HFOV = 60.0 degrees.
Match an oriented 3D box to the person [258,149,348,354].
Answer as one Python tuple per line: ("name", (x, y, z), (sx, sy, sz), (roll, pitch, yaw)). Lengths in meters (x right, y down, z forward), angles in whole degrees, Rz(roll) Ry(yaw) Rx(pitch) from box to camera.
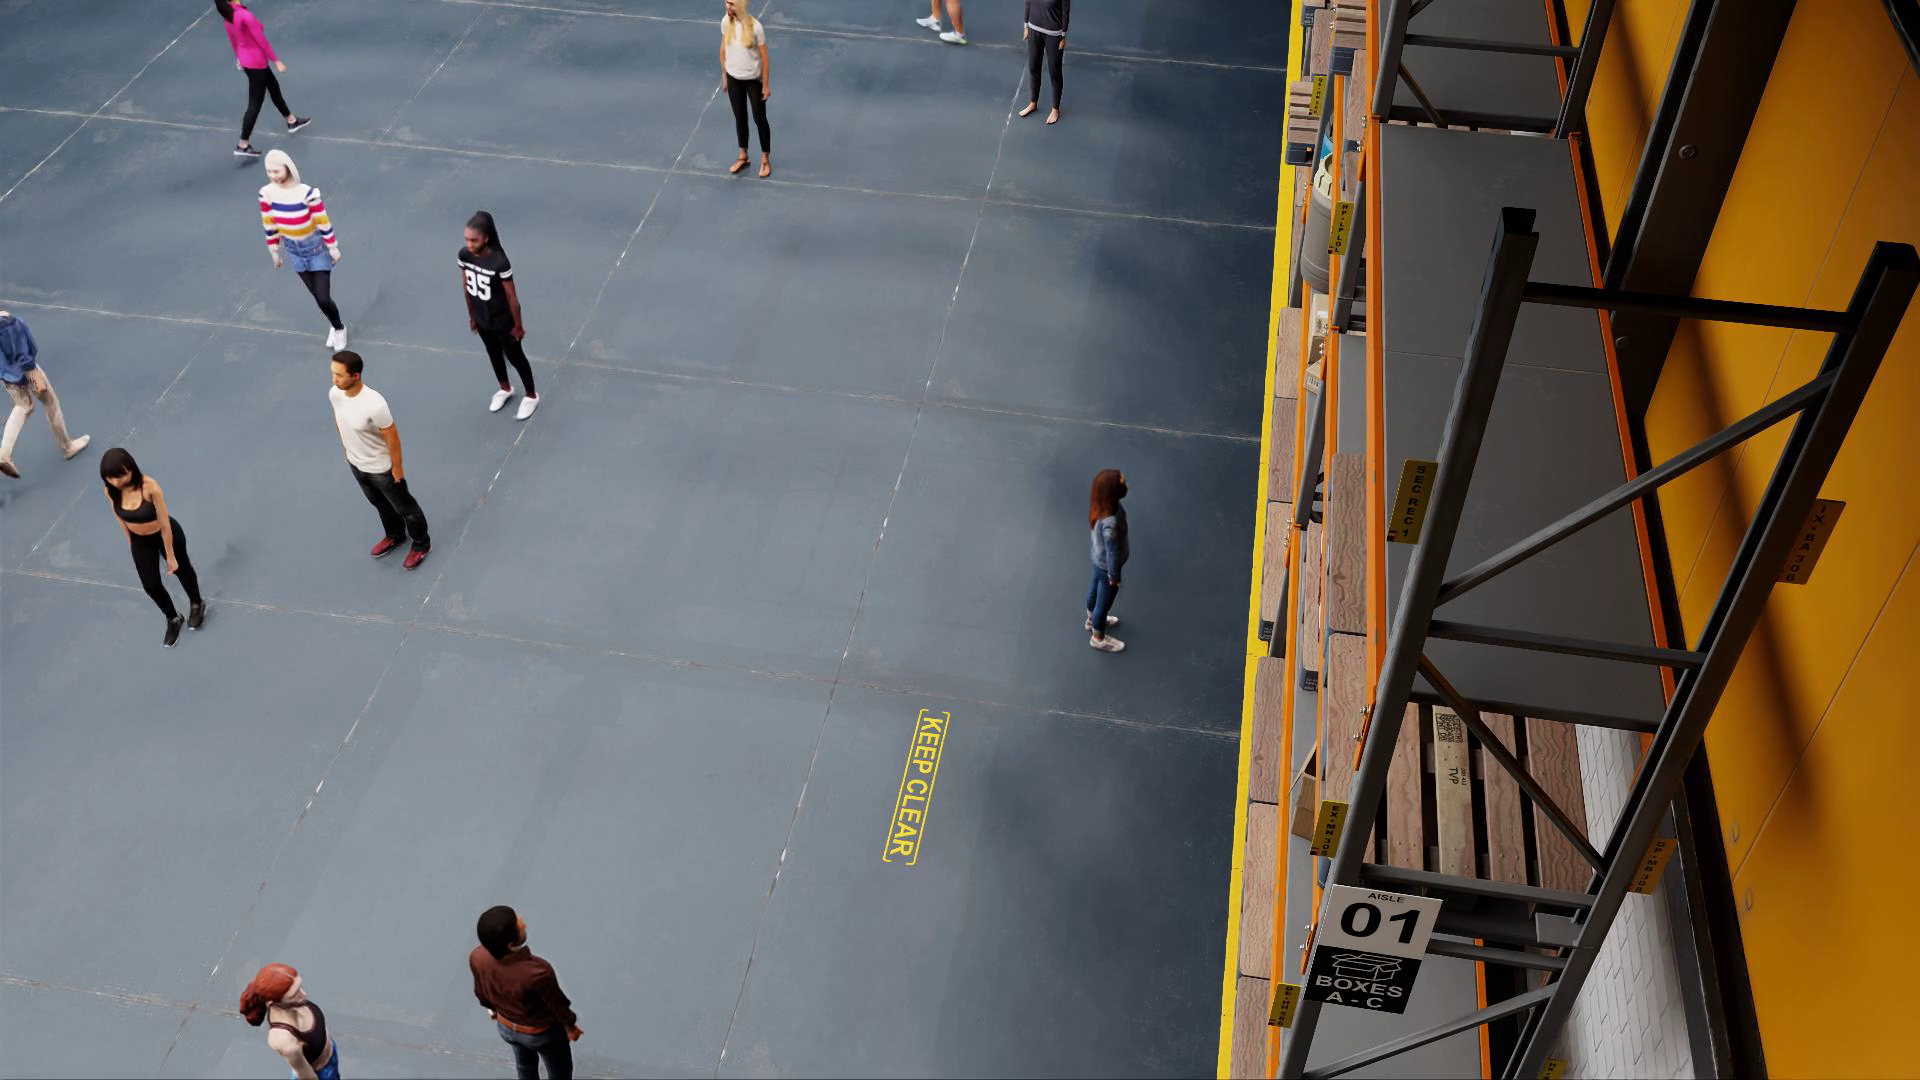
("person", (-5.145, -2.341, 13.219), (0.679, 1.797, 0.625), (4, 44, 5))

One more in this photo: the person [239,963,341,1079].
("person", (-3.096, 2.603, 8.046), (0.734, 1.785, 0.657), (-16, 46, -16))

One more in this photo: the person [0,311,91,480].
("person", (-6.900, -1.157, 12.069), (0.735, 1.680, 1.001), (15, 46, 16))

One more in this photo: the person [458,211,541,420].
("person", (-3.515, -1.696, 12.593), (0.654, 1.727, 0.630), (17, 46, 17))

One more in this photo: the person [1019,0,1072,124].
("person", (0.825, -4.869, 15.894), (0.672, 1.768, 0.628), (20, 47, 20))

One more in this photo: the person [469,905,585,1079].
("person", (-2.132, 2.406, 8.251), (0.673, 1.778, 0.568), (13, 45, 13))

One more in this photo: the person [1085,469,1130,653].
("person", (0.955, 0.116, 10.872), (0.672, 1.477, 0.522), (-3, 44, -4))

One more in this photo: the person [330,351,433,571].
("person", (-3.980, -0.561, 11.354), (0.701, 1.804, 0.659), (21, 47, 20))

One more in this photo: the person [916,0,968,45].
("person", (-0.064, -5.934, 16.978), (0.853, 1.816, 0.892), (15, 46, 15))

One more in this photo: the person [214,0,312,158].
("person", (-6.626, -4.363, 15.448), (0.971, 1.660, 1.207), (30, 51, 28))

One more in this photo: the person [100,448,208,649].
("person", (-5.251, -0.059, 10.947), (0.629, 1.627, 0.716), (-3, 44, -3))

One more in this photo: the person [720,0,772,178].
("person", (-1.938, -4.175, 15.125), (0.631, 1.824, 0.564), (12, 45, 12))
